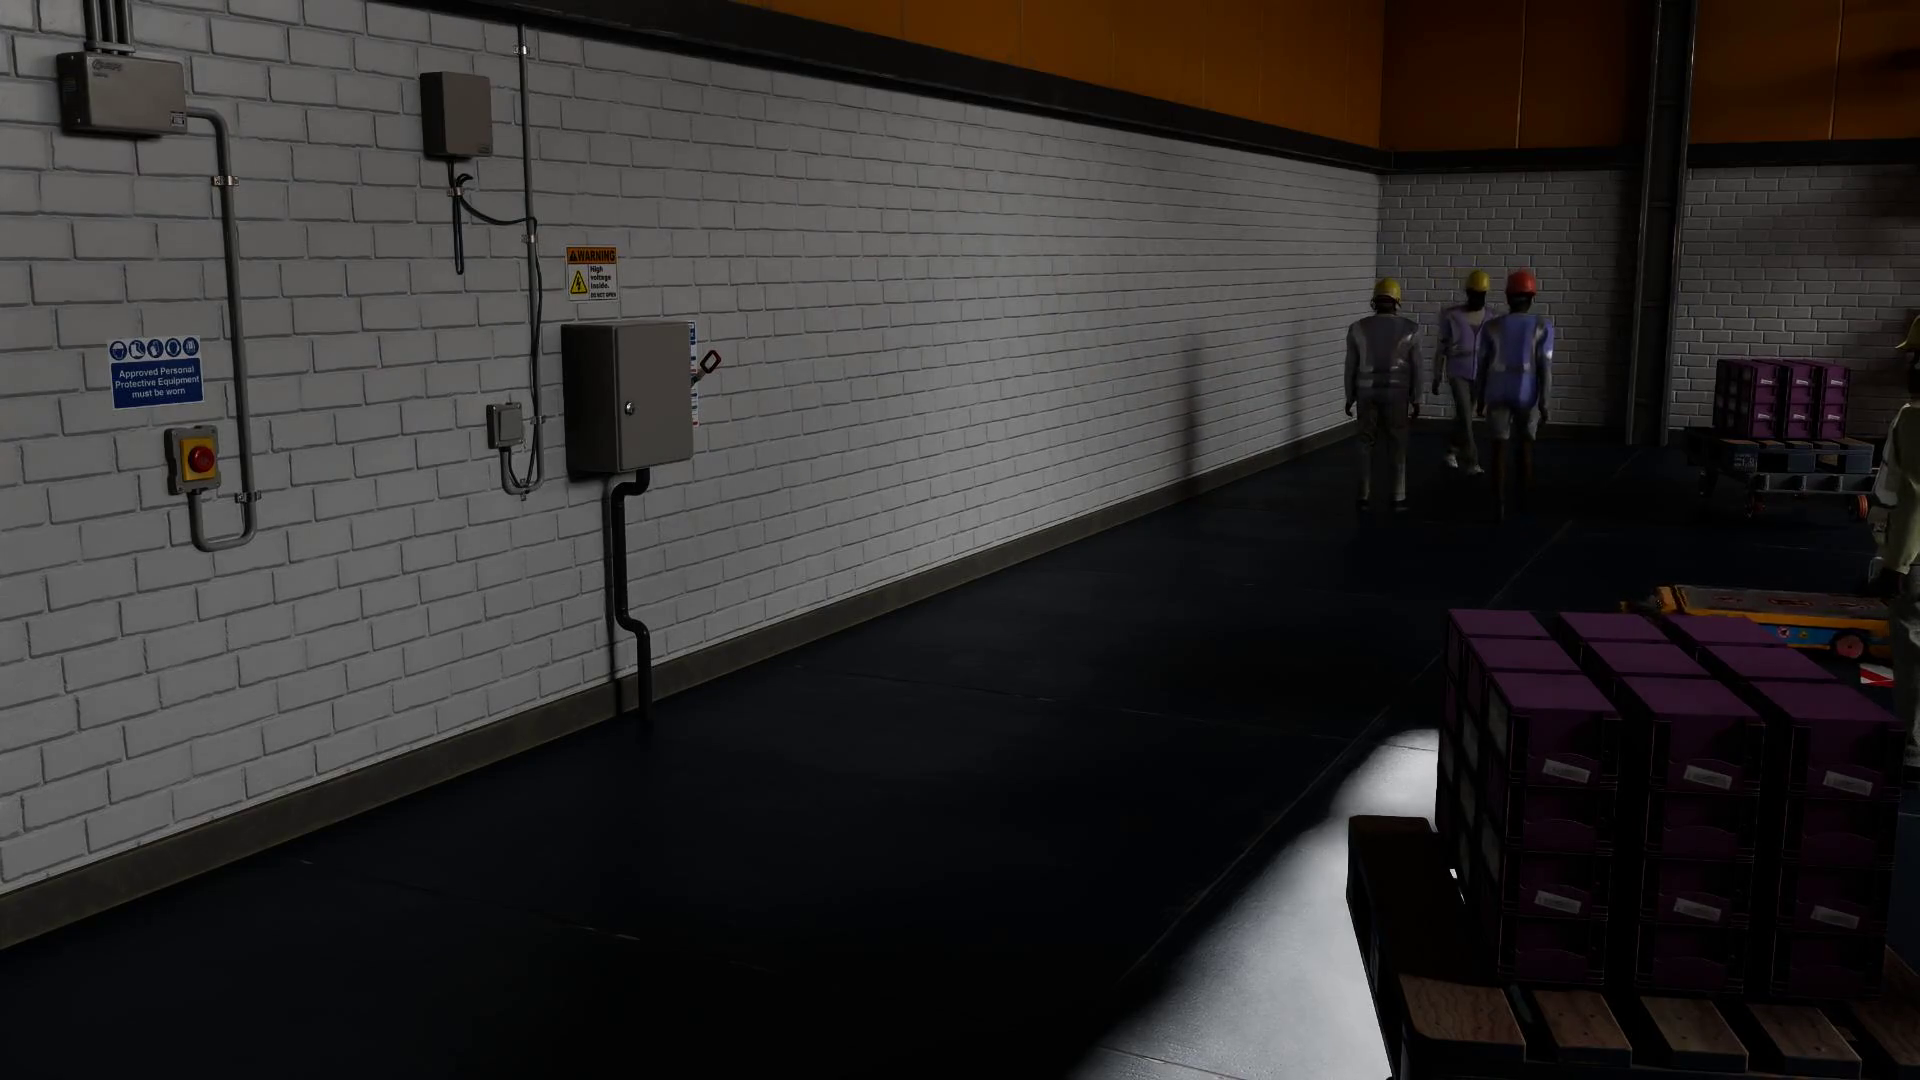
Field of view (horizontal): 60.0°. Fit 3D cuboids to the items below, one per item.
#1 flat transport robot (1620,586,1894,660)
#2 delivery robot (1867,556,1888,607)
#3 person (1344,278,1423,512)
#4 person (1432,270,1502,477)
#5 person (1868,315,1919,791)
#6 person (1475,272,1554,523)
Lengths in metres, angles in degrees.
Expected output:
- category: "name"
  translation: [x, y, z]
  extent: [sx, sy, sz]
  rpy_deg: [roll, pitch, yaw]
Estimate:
- category: "flat transport robot"
  translation: [4.203, 0.411, 8.611]
  extent: [1.431, 0.197, 0.652]
  rpy_deg: [3, 10, 19]
- category: "delivery robot"
  translation: [5.170, 0.174, 8.894]
  extent: [0.707, 0.478, 0.477]
  rpy_deg: [-8, 12, -38]
- category: "person"
  translation: [3.322, -1.136, 13.061]
  extent: [0.600, 1.827, 0.404]
  rpy_deg: [3, 10, 19]
- category: "person"
  translation: [4.681, -1.539, 15.337]
  extent: [0.595, 1.861, 1.044]
  rpy_deg: [-1, 10, -6]
- category: "person"
  translation: [3.670, 0.028, 6.312]
  extent: [0.596, 1.831, 0.403]
  rpy_deg: [-6, 12, -33]
- category: "person"
  translation: [4.214, -1.092, 12.693]
  extent: [0.554, 1.873, 1.008]
  rpy_deg: [4, 10, 20]
